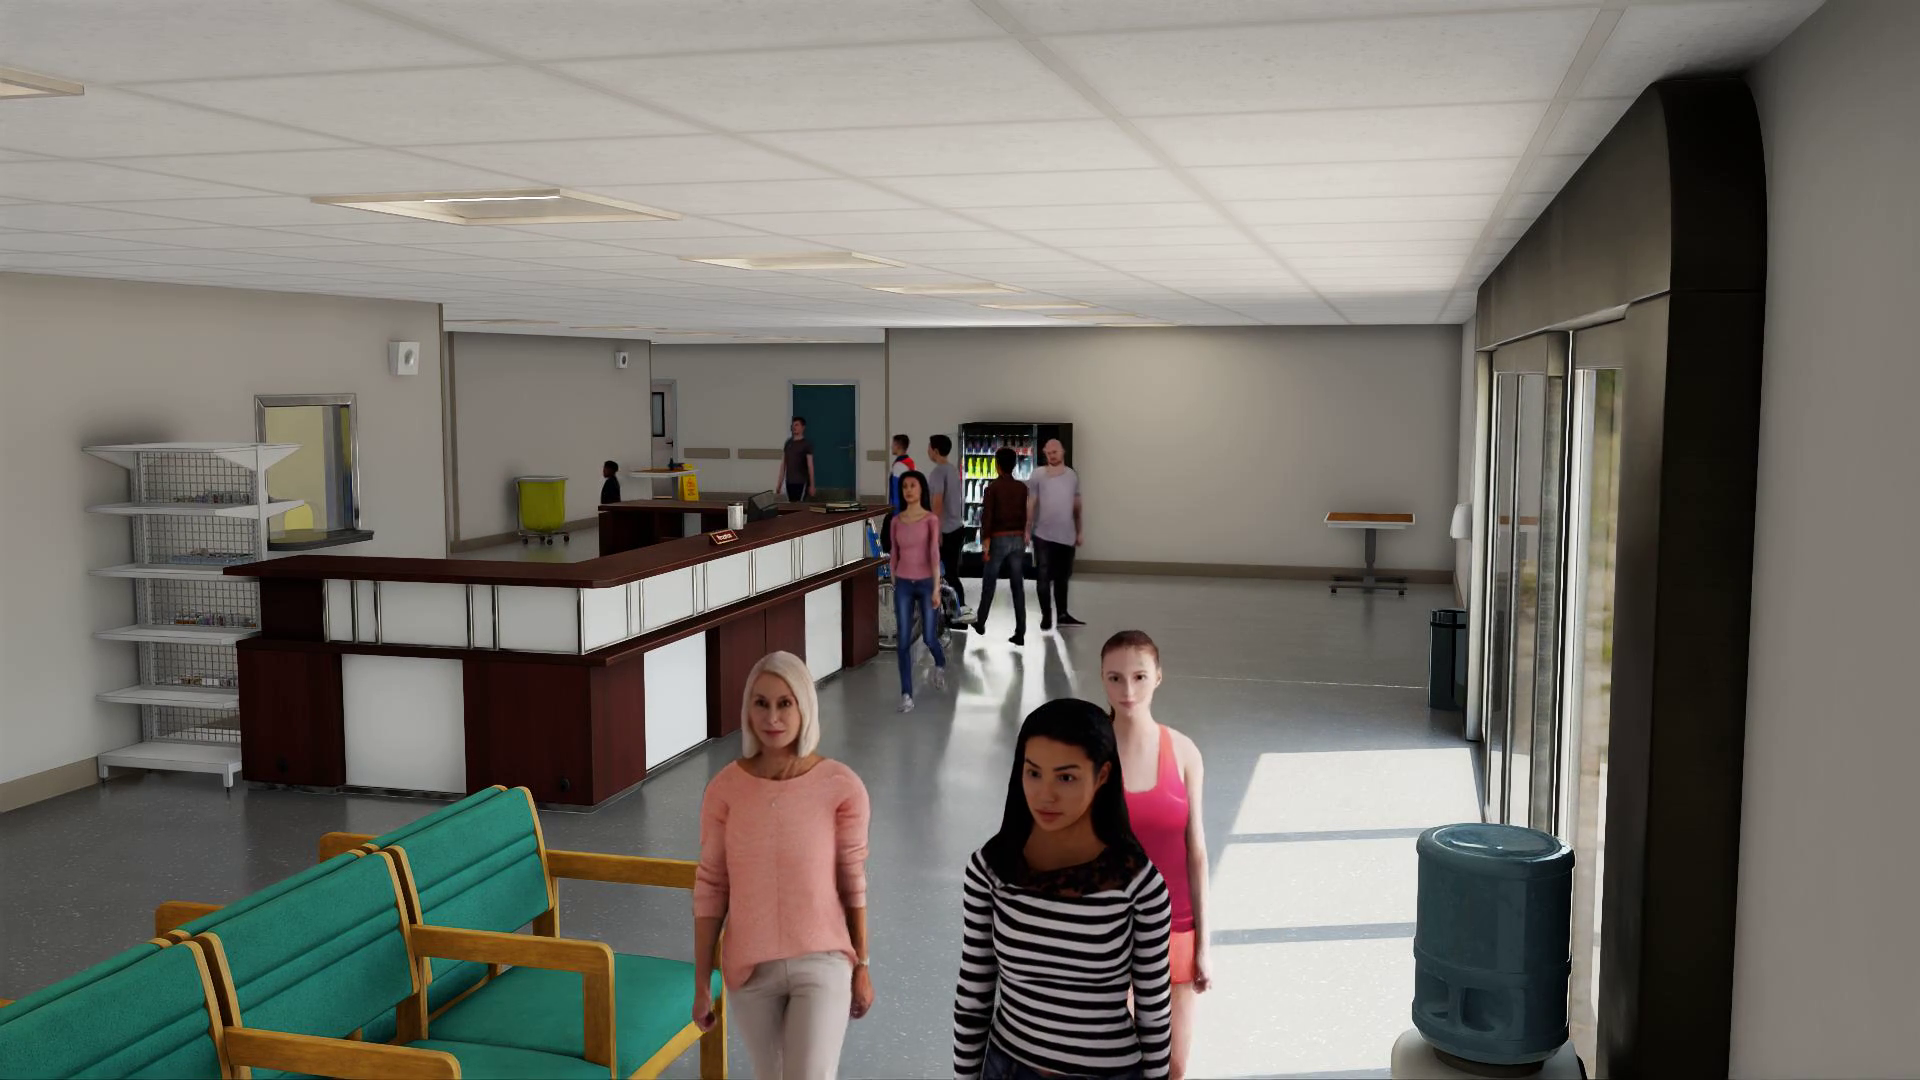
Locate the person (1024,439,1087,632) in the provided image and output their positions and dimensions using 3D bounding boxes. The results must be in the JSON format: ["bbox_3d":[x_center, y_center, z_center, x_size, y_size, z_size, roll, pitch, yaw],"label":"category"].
[{"bbox_3d":[0.879,-0.046,15.699,0.898,1.815,1.006,-4,7,-32],"label":"person"}]

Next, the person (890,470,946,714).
[{"bbox_3d":[-0.279,0.360,12.121,0.946,1.724,0.637,2,6,18],"label":"person"}]

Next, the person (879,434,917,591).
[{"bbox_3d":[-0.576,-0.289,18.458,0.699,1.746,0.689,3,6,24],"label":"person"}]

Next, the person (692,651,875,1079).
[{"bbox_3d":[-0.455,1.154,4.492,1.104,1.671,0.786,1,6,6],"label":"person"}]

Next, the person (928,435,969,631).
[{"bbox_3d":[-0.051,-0.051,15.607,0.698,1.844,0.782,3,6,27],"label":"person"}]

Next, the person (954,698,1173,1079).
[{"bbox_3d":[0.214,1.198,3.359,0.447,1.794,0.656,2,6,17],"label":"person"}]

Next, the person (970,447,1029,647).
[{"bbox_3d":[0.458,0.093,14.739,1.145,1.732,1.154,-3,6,-26],"label":"person"}]

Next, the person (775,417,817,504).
[{"bbox_3d":[-2.141,-0.730,22.519,1.215,1.811,1.049,5,7,39],"label":"person"}]

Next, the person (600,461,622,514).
[{"bbox_3d":[-4.577,-0.427,22.276,0.641,1.258,0.599,-1,6,-11],"label":"person"}]

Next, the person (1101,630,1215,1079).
[{"bbox_3d":[0.507,1.110,4.674,0.959,1.723,0.800,0,6,-4],"label":"person"}]
